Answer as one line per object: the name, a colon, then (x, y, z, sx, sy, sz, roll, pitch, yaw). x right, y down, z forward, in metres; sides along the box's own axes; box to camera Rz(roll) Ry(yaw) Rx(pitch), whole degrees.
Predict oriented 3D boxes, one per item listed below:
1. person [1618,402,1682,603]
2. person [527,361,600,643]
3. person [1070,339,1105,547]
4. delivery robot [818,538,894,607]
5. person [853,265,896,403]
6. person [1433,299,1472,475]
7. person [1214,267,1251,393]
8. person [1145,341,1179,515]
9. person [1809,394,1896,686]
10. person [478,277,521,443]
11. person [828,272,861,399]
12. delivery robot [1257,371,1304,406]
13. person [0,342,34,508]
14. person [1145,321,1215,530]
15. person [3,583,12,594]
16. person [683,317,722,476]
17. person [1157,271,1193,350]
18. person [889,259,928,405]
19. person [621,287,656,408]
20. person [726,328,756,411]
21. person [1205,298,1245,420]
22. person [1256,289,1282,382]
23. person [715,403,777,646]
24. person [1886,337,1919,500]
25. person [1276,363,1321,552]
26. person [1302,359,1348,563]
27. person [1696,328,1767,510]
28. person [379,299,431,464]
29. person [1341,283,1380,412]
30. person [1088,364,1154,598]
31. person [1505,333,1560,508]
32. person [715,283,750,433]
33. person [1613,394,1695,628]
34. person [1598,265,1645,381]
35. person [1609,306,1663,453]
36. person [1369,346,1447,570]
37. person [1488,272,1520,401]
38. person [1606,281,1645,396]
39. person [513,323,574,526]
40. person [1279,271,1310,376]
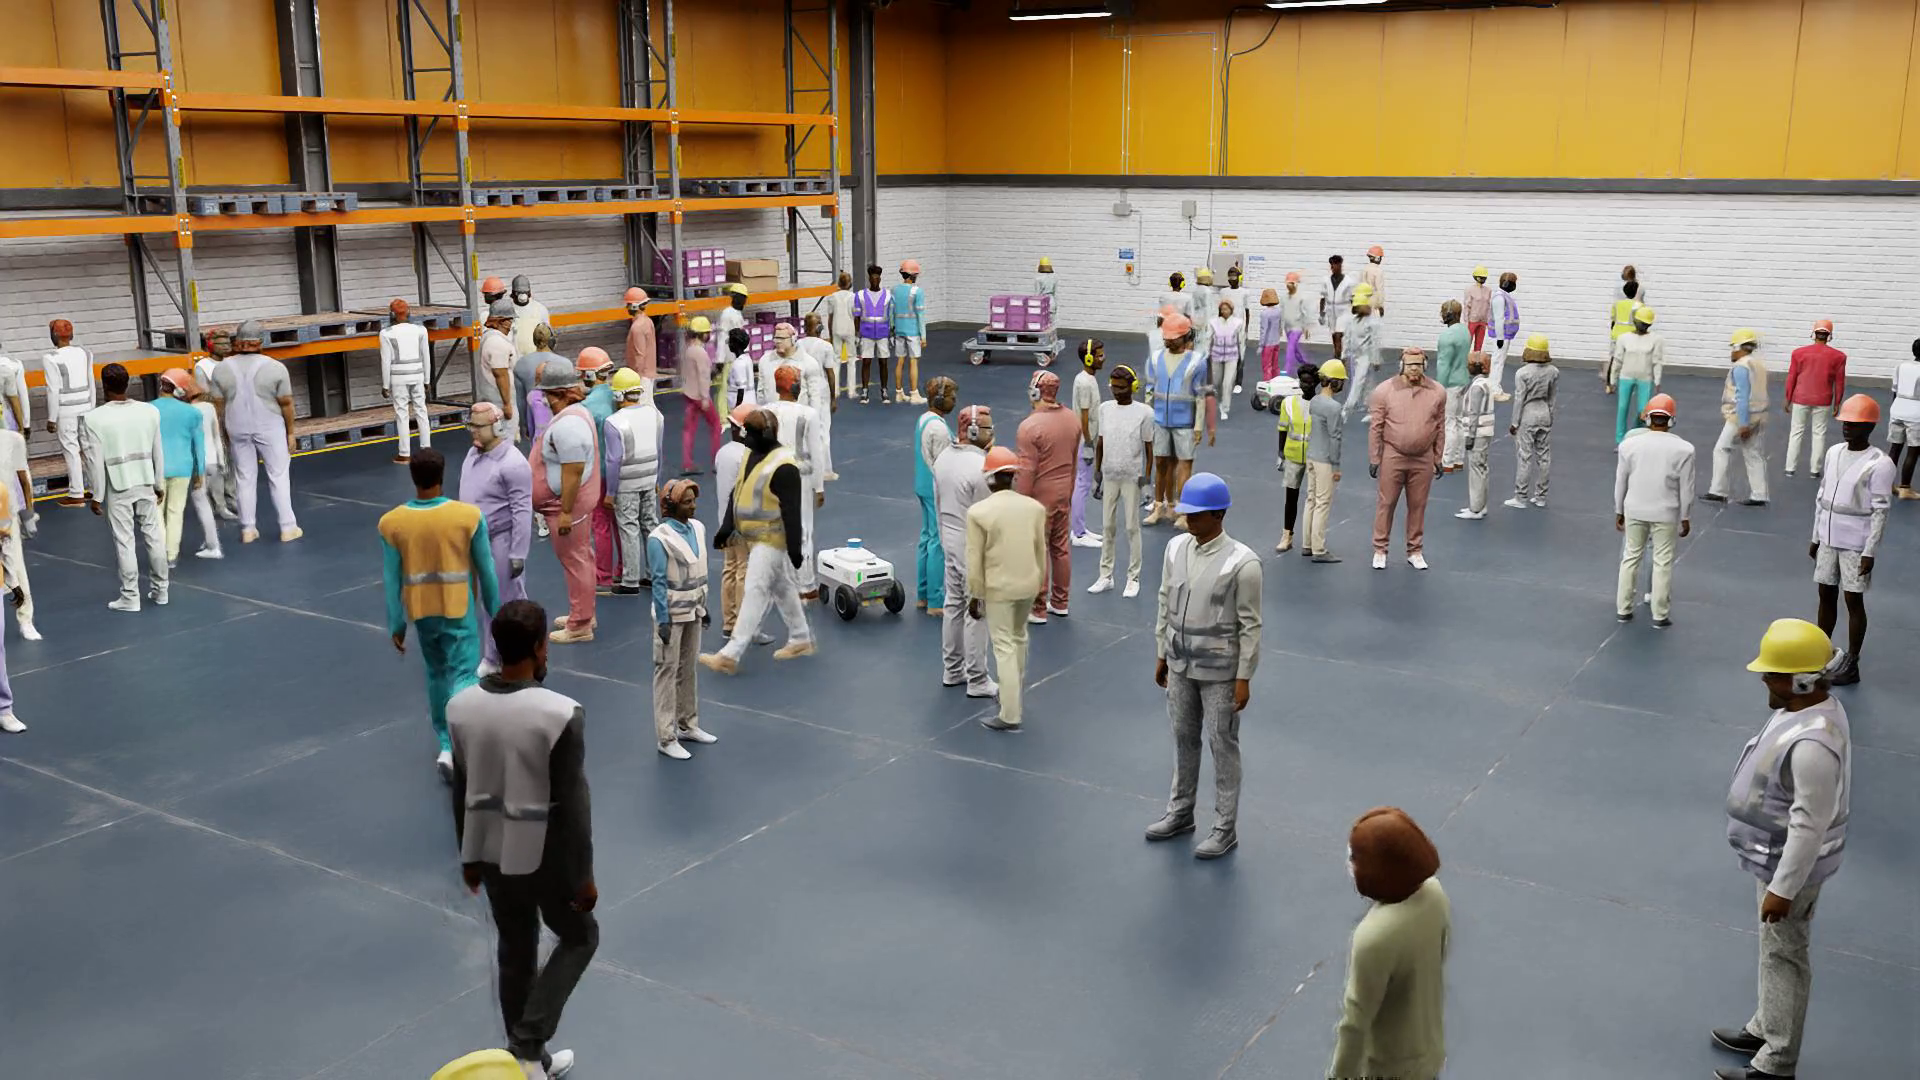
person: (5.432, -0.325, 13.105, 0.271, 1.632, 0.503, -9, 16, -35)
person: (-2.877, -0.284, 12.037, 0.537, 2.000, 0.689, -1, 13, -5)
person: (1.156, -0.877, 14.984, 0.328, 1.874, 0.517, 1, 13, 4)
delivery robot: (-0.812, 0.232, 12.850, 0.477, 0.478, 0.707, -8, 15, -31)
person: (-1.208, -2.921, 23.637, 0.607, 1.966, 0.367, -1, 13, -4)
person: (5.435, -1.691, 18.399, 0.378, 1.932, 0.623, 9, 16, 35)
person: (4.045, -3.114, 24.688, 0.514, 1.872, 0.328, 8, 15, 30)
person: (2.103, -1.185, 16.320, 0.514, 1.872, 0.332, 10, 16, 36)
person: (5.871, -0.004, 11.041, 0.348, 1.942, 0.546, -4, 14, -17)
person: (-5.603, -2.160, 20.160, 0.375, 2.046, 0.615, 6, 14, 23)
person: (-1.657, -2.956, 24.103, 0.518, 1.832, 0.370, 2, 13, 9)
delivery robot: (4.437, -2.074, 22.850, 0.707, 0.478, 0.477, -6, 14, -25)
person: (-9.168, -1.087, 15.864, 0.339, 1.881, 0.581, 10, 16, 36)
person: (2.131, -1.099, 15.721, 0.746, 1.995, 0.539, 10, 16, 37)
person: (-7.923, -0.517, 13.150, 0.611, 1.995, 0.380, 3, 13, 12)
person: (-2.758, -1.580, 18.288, 0.711, 1.741, 0.547, -8, 15, -30)
person: (3.057, -2.876, 23.658, 0.539, 1.869, 0.313, 5, 14, 22)
person: (-0.713, -2.943, 23.566, 0.615, 2.041, 0.388, 10, 16, 36)
person: (-3.689, -1.914, 19.208, 0.388, 1.992, 0.625, 0, 13, 1)
person: (-2.318, -1.393, 17.602, 0.315, 1.695, 0.541, 0, 13, 1)
person: (3.570, -2.456, 22.409, 0.537, 1.613, 0.694, 3, 13, 14)
person: (4.377, -2.739, 23.576, 0.278, 1.634, 0.498, 11, 17, 40)
person: (-1.543, -0.116, 11.961, 0.352, 1.740, 0.563, -8, 15, -31)
person: (9.723, -1.246, 16.990, 0.320, 1.686, 0.539, -4, 13, -15)
person: (3.050, -0.712, 14.650, 0.540, 1.695, 0.317, 6, 14, 23)
person: (3.168, -0.682, 14.388, 0.338, 1.761, 0.525, -2, 13, -10)
person: (7.805, -1.212, 16.636, 0.595, 1.781, 0.762, -11, 17, -40)
person: (-6.316, -1.805, 18.974, 0.572, 1.887, 0.356, -11, 17, -41)
person: (5.537, -2.654, 22.918, 0.328, 1.769, 0.526, -9, 16, -34)
person: (1.288, -0.470, 13.236, 0.517, 1.865, 0.328, 7, 15, 29)
person: (5.717, -1.189, 16.611, 0.486, 1.746, 0.290, -4, 14, -18)
person: (-2.921, -2.306, 21.181, 0.387, 1.881, 0.747, 3, 13, 12)
person: (5.175, -0.221, 12.416, 0.566, 1.743, 0.352, 10, 17, 38)
person: (10.285, -3.345, 25.798, 0.524, 1.810, 0.839, 0, 13, -2)
person: (7.973, -1.888, 19.641, 0.570, 1.743, 0.381, 5, 14, 20)
person: (3.789, -0.688, 14.084, 0.651, 1.906, 0.403, 0, 13, 1)
person: (7.826, -2.931, 23.957, 0.429, 1.844, 0.623, 6, 14, 23)
person: (9.794, -2.972, 24.505, 0.378, 1.678, 0.541, -8, 15, -32)
person: (-3.882, -1.082, 15.723, 0.632, 1.940, 0.372, 4, 13, 15)
person: (5.273, -3.356, 26.081, 0.832, 1.721, 0.574, -8, 15, -33)
